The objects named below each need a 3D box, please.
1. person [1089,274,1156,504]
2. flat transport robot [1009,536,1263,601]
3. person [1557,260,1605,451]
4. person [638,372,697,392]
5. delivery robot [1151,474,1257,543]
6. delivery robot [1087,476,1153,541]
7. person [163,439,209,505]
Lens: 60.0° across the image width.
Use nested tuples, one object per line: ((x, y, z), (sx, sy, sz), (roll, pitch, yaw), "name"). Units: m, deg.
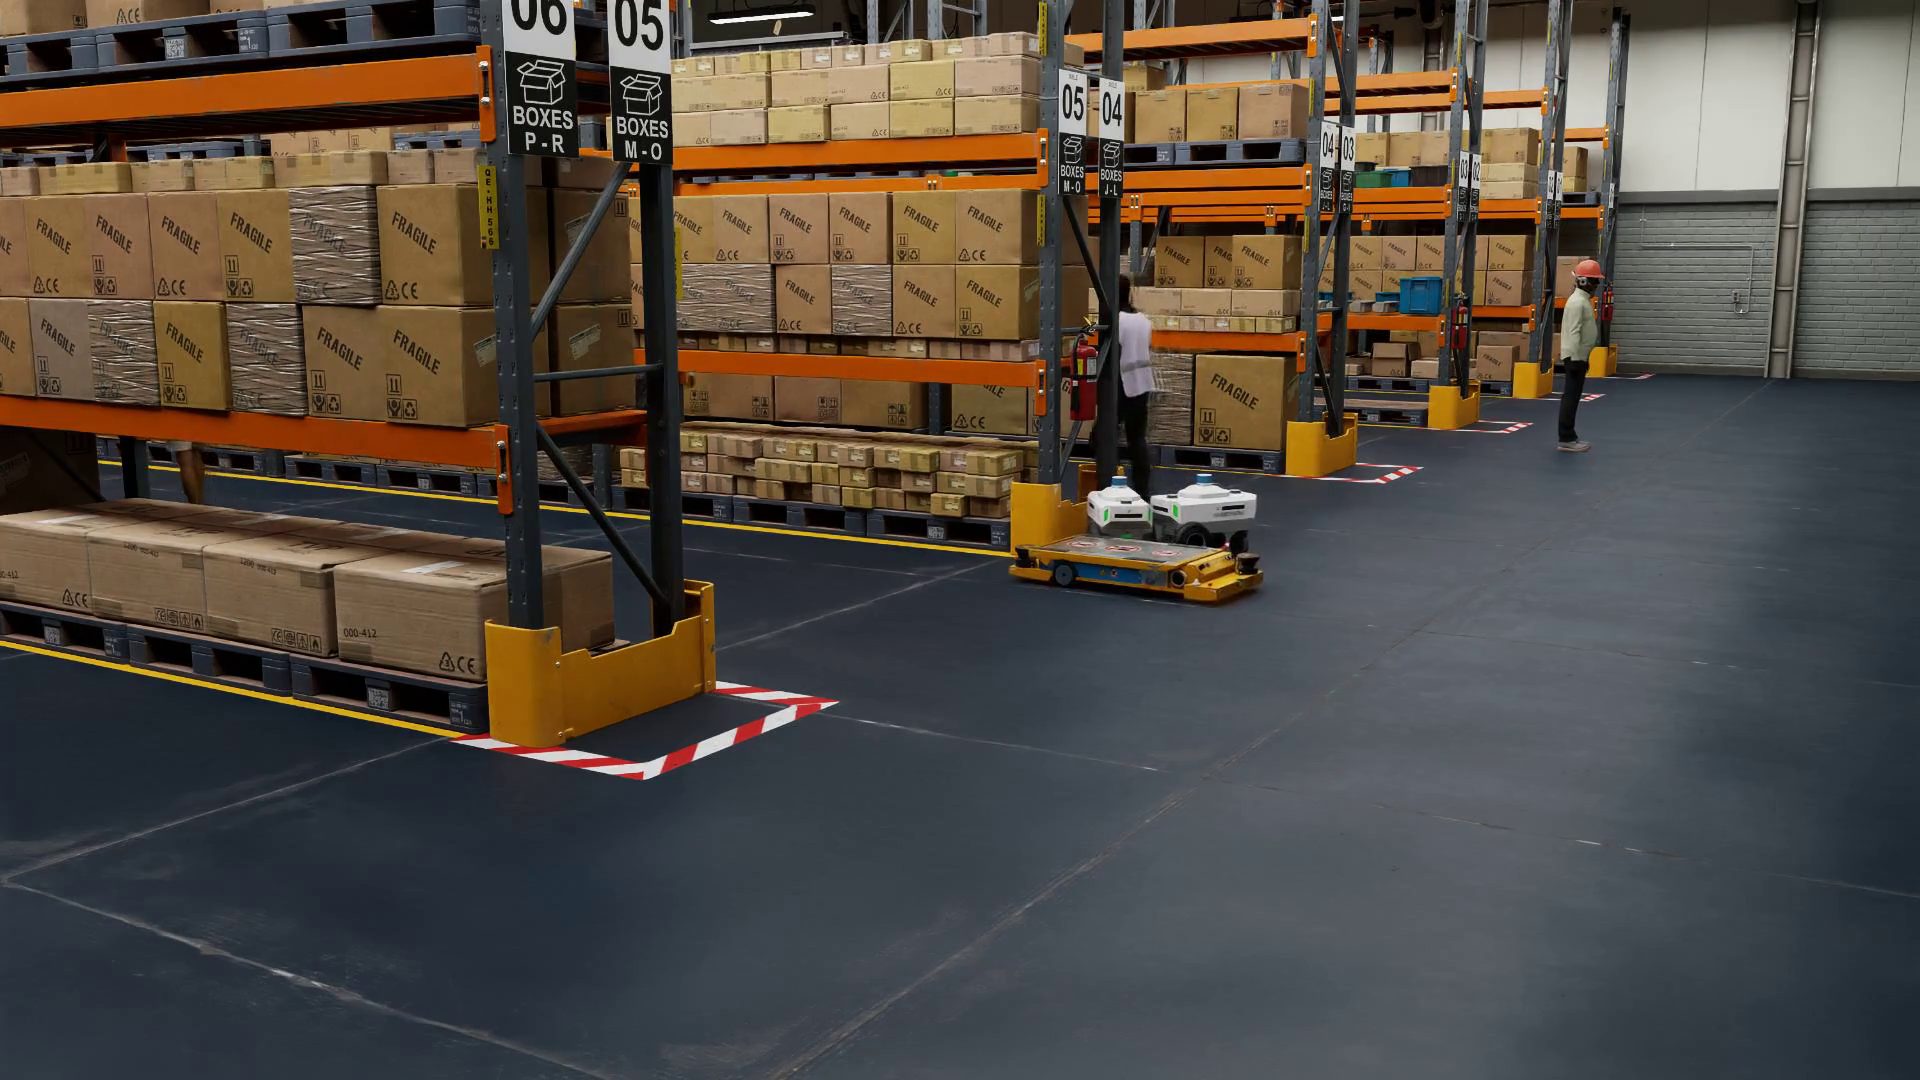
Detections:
((1.231, -1.120, 12.970), (0.646, 1.887, 0.628), (8, 12, 39), "person")
((1.078, 0.153, 10.264), (1.431, 0.197, 0.652), (6, 12, 34), "flat transport robot")
((6.480, -1.919, 17.381), (0.401, 1.990, 0.615), (5, 11, 25), "person")
((-2.751, -1.600, 15.710), (0.470, 1.923, 0.552), (8, 12, 38), "person")
((1.652, -0.205, 11.252), (0.707, 0.478, 0.477), (-5, 11, -26), "delivery robot")
((1.066, -0.186, 11.144), (0.477, 0.478, 0.707), (-1, 10, -4), "delivery robot")
((-5.729, -0.993, 12.168), (0.806, 1.909, 0.579), (9, 13, 43), "person")
